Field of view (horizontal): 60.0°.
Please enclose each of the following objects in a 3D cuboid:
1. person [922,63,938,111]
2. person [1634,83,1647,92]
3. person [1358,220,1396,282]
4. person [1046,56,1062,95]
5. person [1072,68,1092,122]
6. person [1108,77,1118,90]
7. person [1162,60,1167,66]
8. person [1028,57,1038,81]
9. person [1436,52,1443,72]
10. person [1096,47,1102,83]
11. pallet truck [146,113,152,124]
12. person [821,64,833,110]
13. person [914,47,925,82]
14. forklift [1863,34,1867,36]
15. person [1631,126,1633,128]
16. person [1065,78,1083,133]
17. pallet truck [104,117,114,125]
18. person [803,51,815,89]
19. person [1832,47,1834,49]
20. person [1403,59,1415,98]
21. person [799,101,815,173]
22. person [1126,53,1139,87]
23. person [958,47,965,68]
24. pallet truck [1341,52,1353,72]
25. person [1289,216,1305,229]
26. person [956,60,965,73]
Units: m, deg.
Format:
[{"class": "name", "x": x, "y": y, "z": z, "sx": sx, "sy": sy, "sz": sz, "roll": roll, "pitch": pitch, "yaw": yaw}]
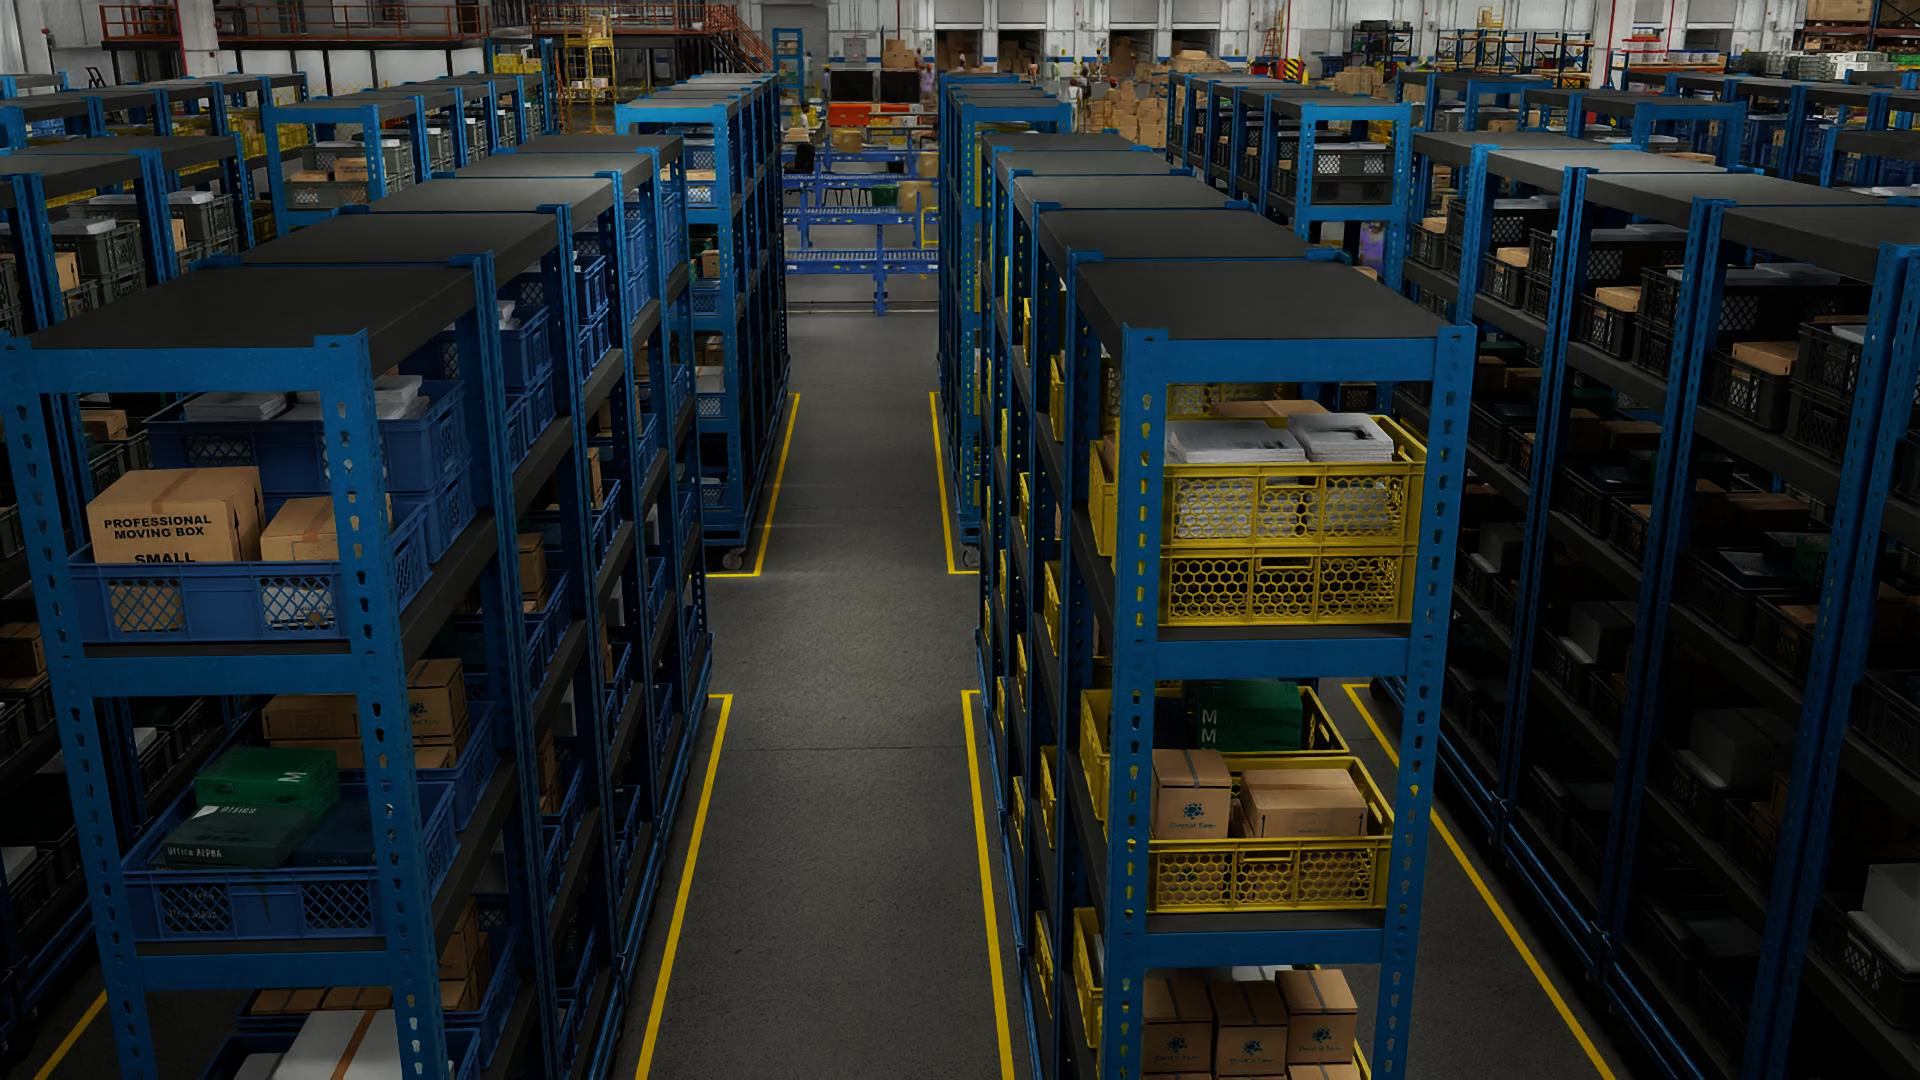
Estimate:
[{"class": "person", "x": -1.145, "y": -17.952, "z": 66.217, "sx": 0.983, "sy": 2.000, "sz": 0.635, "roll": 14, "pitch": 23, "yaw": 37}, {"class": "person", "x": 26.568, "y": -17.494, "z": 64.965, "sx": 0.567, "sy": 1.910, "sz": 0.600, "roll": -4, "pitch": 18, "yaw": -12}, {"class": "person", "x": 5.347, "y": -3.346, "z": 21.360, "sx": 0.588, "sy": 1.797, "sz": 0.592, "roll": 16, "pitch": 24, "yaw": 40}, {"class": "person", "x": 4.607, "y": -22.583, "z": 80.844, "sx": 0.775, "sy": 1.822, "sz": 0.632, "roll": 13, "pitch": 22, "yaw": 36}, {"class": "person", "x": 4.690, "y": -16.664, "z": 62.175, "sx": 1.059, "sy": 2.000, "sz": 0.691, "roll": 3, "pitch": 18, "yaw": 8}, {"class": "person", "x": 5.060, "y": -14.379, "z": 55.270, "sx": 0.373, "sy": 1.934, "sz": 0.552, "roll": 6, "pitch": 19, "yaw": 18}, {"class": "person", "x": 9.020, "y": -20.517, "z": 74.429, "sx": 0.820, "sy": 1.844, "sz": 0.524, "roll": 3, "pitch": 18, "yaw": 9}, {"class": "person", "x": 3.611, "y": -23.097, "z": 82.631, "sx": 0.529, "sy": 1.697, "sz": 0.321, "roll": -6, "pitch": 19, "yaw": -19}, {"class": "person", "x": 24.950, "y": -24.433, "z": 86.549, "sx": 0.982, "sy": 1.832, "sz": 0.593, "roll": -4, "pitch": 18, "yaw": -12}, {"class": "person", "x": 7.687, "y": -26.281, "z": 92.116, "sx": 0.387, "sy": 1.926, "sz": 0.591, "roll": 3, "pitch": 18, "yaw": 8}, {"class": "pallet truck", "x": -18.087, "y": -8.309, "z": 36.390, "sx": 1.885, "sy": 1.965, "sz": 0.823, "roll": -1, "pitch": 18, "yaw": -4}, {"class": "person", "x": -5.454, "y": -18.578, "z": 68.307, "sx": 0.460, "sy": 1.908, "sz": 0.604, "roll": -17, "pitch": 24, "yaw": -42}, {"class": "person", "x": -2.239, "y": -26.059, "z": 91.356, "sx": 0.615, "sy": 1.980, "sz": 0.422, "roll": -9, "pitch": 20, "yaw": -27}, {"class": "forklift", "x": 46.742, "y": -24.865, "z": 86.208, "sx": 1.873, "sy": 2.768, "sz": 1.129, "roll": 10, "pitch": 20, "yaw": 27}, {"class": "person", "x": 19.783, "y": -12.201, "z": 48.923, "sx": 0.537, "sy": 1.690, "sz": 0.322, "roll": 16, "pitch": 24, "yaw": 40}, {"class": "person", "x": 3.880, "y": -14.723, "z": 56.440, "sx": 0.622, "sy": 1.864, "sz": 0.466, "roll": 3, "pitch": 18, "yaw": 8}, {"class": "pallet truck", "x": -18.367, "y": -7.885, "z": 35.078, "sx": 1.885, "sy": 1.965, "sz": 0.823, "roll": 1, "pitch": 18, "yaw": 2}, {"class": "person", "x": -7.873, "y": -24.517, "z": 86.716, "sx": 0.599, "sy": 1.884, "sz": 0.909, "roll": 8, "pitch": 20, "yaw": 23}, {"class": "person", "x": 49.289, "y": -26.885, "z": 94.049, "sx": 0.997, "sy": 1.882, "sz": 0.569, "roll": 6, "pitch": 19, "yaw": 19}, {"class": "person", "x": 21.223, "y": -21.786, "z": 78.458, "sx": 1.019, "sy": 1.787, "sz": 0.631, "roll": -8, "pitch": 19, "yaw": -22}, {"class": "person", "x": -4.127, "y": -10.504, "z": 43.427, "sx": 0.600, "sy": 1.855, "sz": 0.518, "roll": -2, "pitch": 18, "yaw": -5}, {"class": "person", "x": 9.105, "y": -24.991, "z": 88.435, "sx": 0.821, "sy": 1.736, "sz": 0.533, "roll": -2, "pitch": 18, "yaw": -7}, {"class": "person", "x": -0.027, "y": -26.447, "z": 92.645, "sx": 0.750, "sy": 1.912, "sz": 0.580, "roll": 4, "pitch": 18, "yaw": 12}, {"class": "pallet truck", "x": 18.794, "y": -23.123, "z": 82.231, "sx": 0.823, "sy": 1.965, "sz": 1.885, "roll": -13, "pitch": 22, "yaw": -35}, {"class": "person", "x": 4.323, "y": -3.435, "z": 21.473, "sx": 0.443, "sy": 1.889, "sz": 0.669, "roll": 11, "pitch": 21, "yaw": 31}, {"class": "person", "x": 0.002, "y": -19.928, "z": 72.483, "sx": 0.776, "sy": 1.915, "sz": 0.638, "roll": -10, "pitch": 20, "yaw": -28}]
